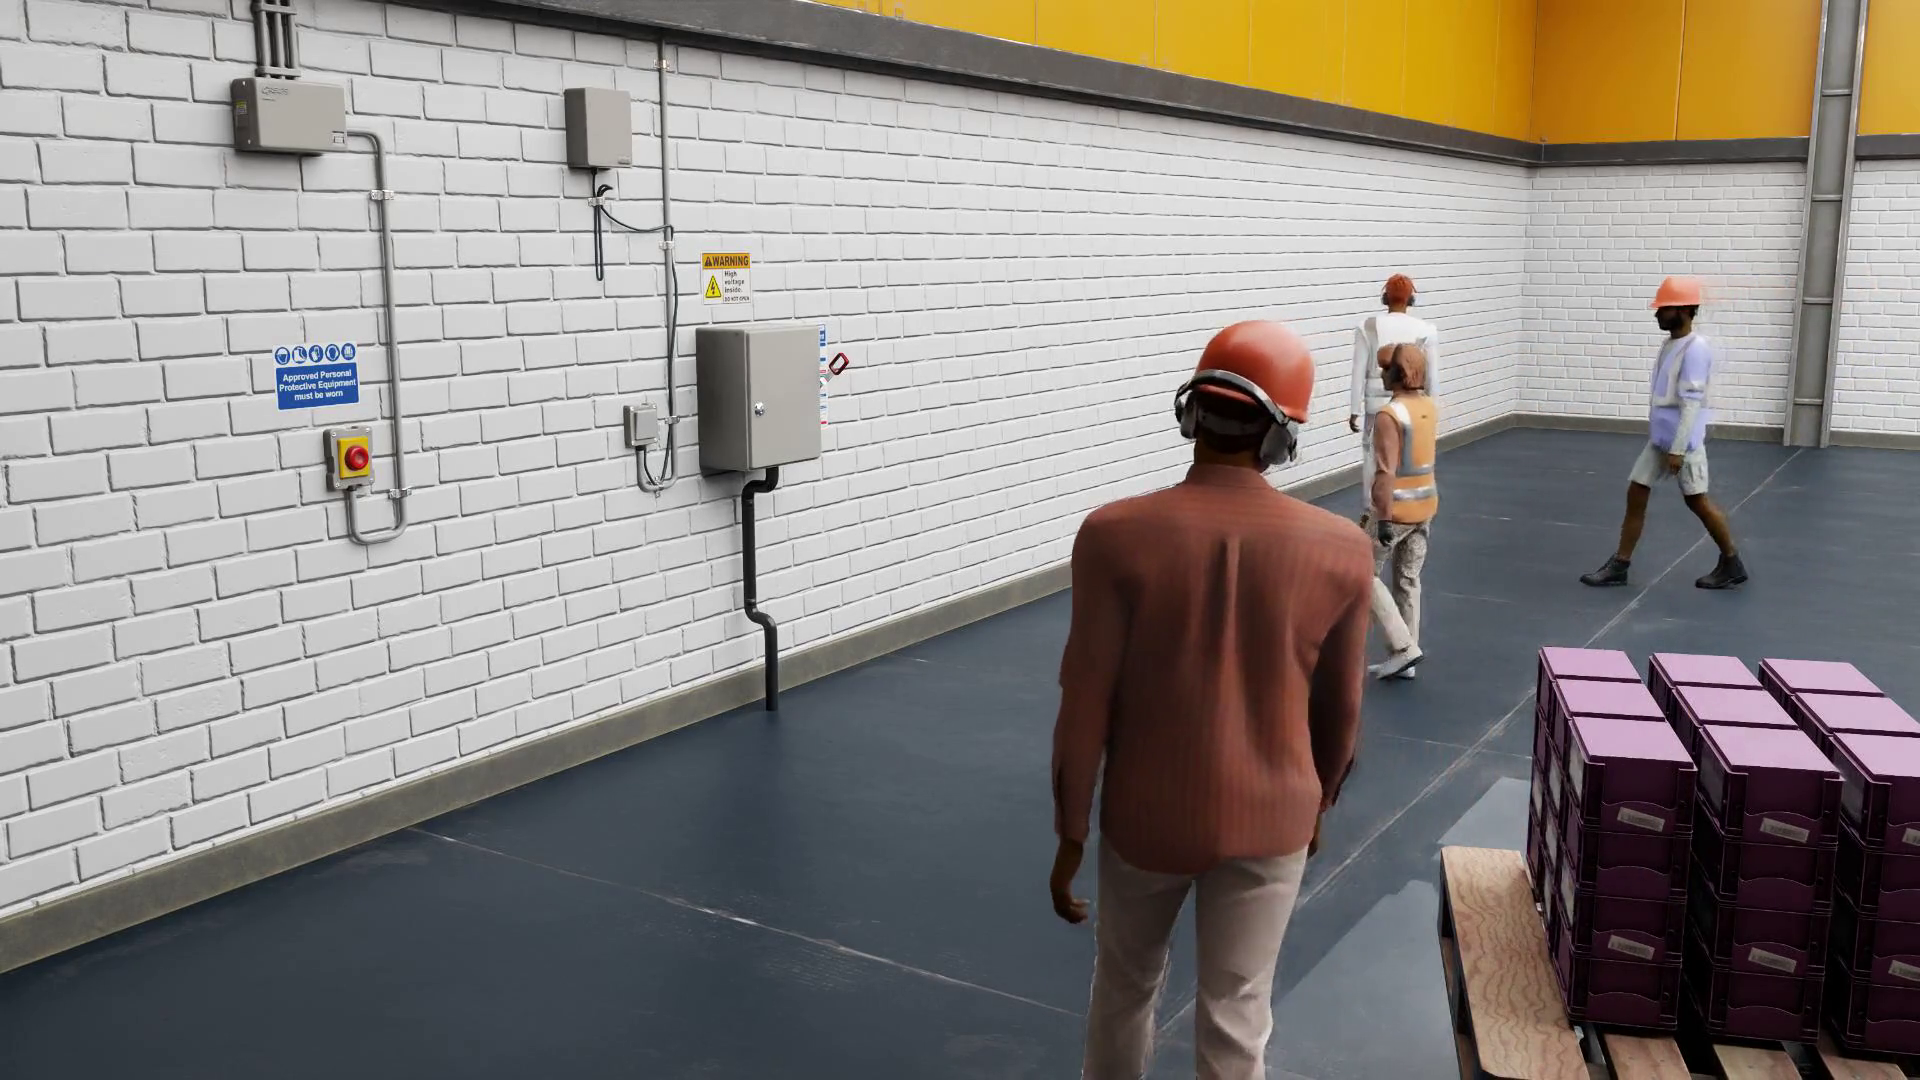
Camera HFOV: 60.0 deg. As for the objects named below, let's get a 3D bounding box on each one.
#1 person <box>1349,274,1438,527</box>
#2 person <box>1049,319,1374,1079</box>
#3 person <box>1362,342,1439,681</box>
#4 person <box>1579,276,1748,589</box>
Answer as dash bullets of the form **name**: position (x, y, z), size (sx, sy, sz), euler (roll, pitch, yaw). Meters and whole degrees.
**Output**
- **person**: position (3.075, -0.949, 11.835), size (0.603, 1.854, 0.792), euler (2, 10, 10)
- **person**: position (0.489, 0.534, 3.392), size (0.627, 1.935, 1.002), euler (0, 10, 0)
- **person**: position (2.074, -0.123, 7.903), size (0.519, 1.624, 0.364), euler (-10, 14, -43)
- **person**: position (4.319, -0.626, 9.964), size (0.976, 1.895, 0.559), euler (0, 10, 0)
